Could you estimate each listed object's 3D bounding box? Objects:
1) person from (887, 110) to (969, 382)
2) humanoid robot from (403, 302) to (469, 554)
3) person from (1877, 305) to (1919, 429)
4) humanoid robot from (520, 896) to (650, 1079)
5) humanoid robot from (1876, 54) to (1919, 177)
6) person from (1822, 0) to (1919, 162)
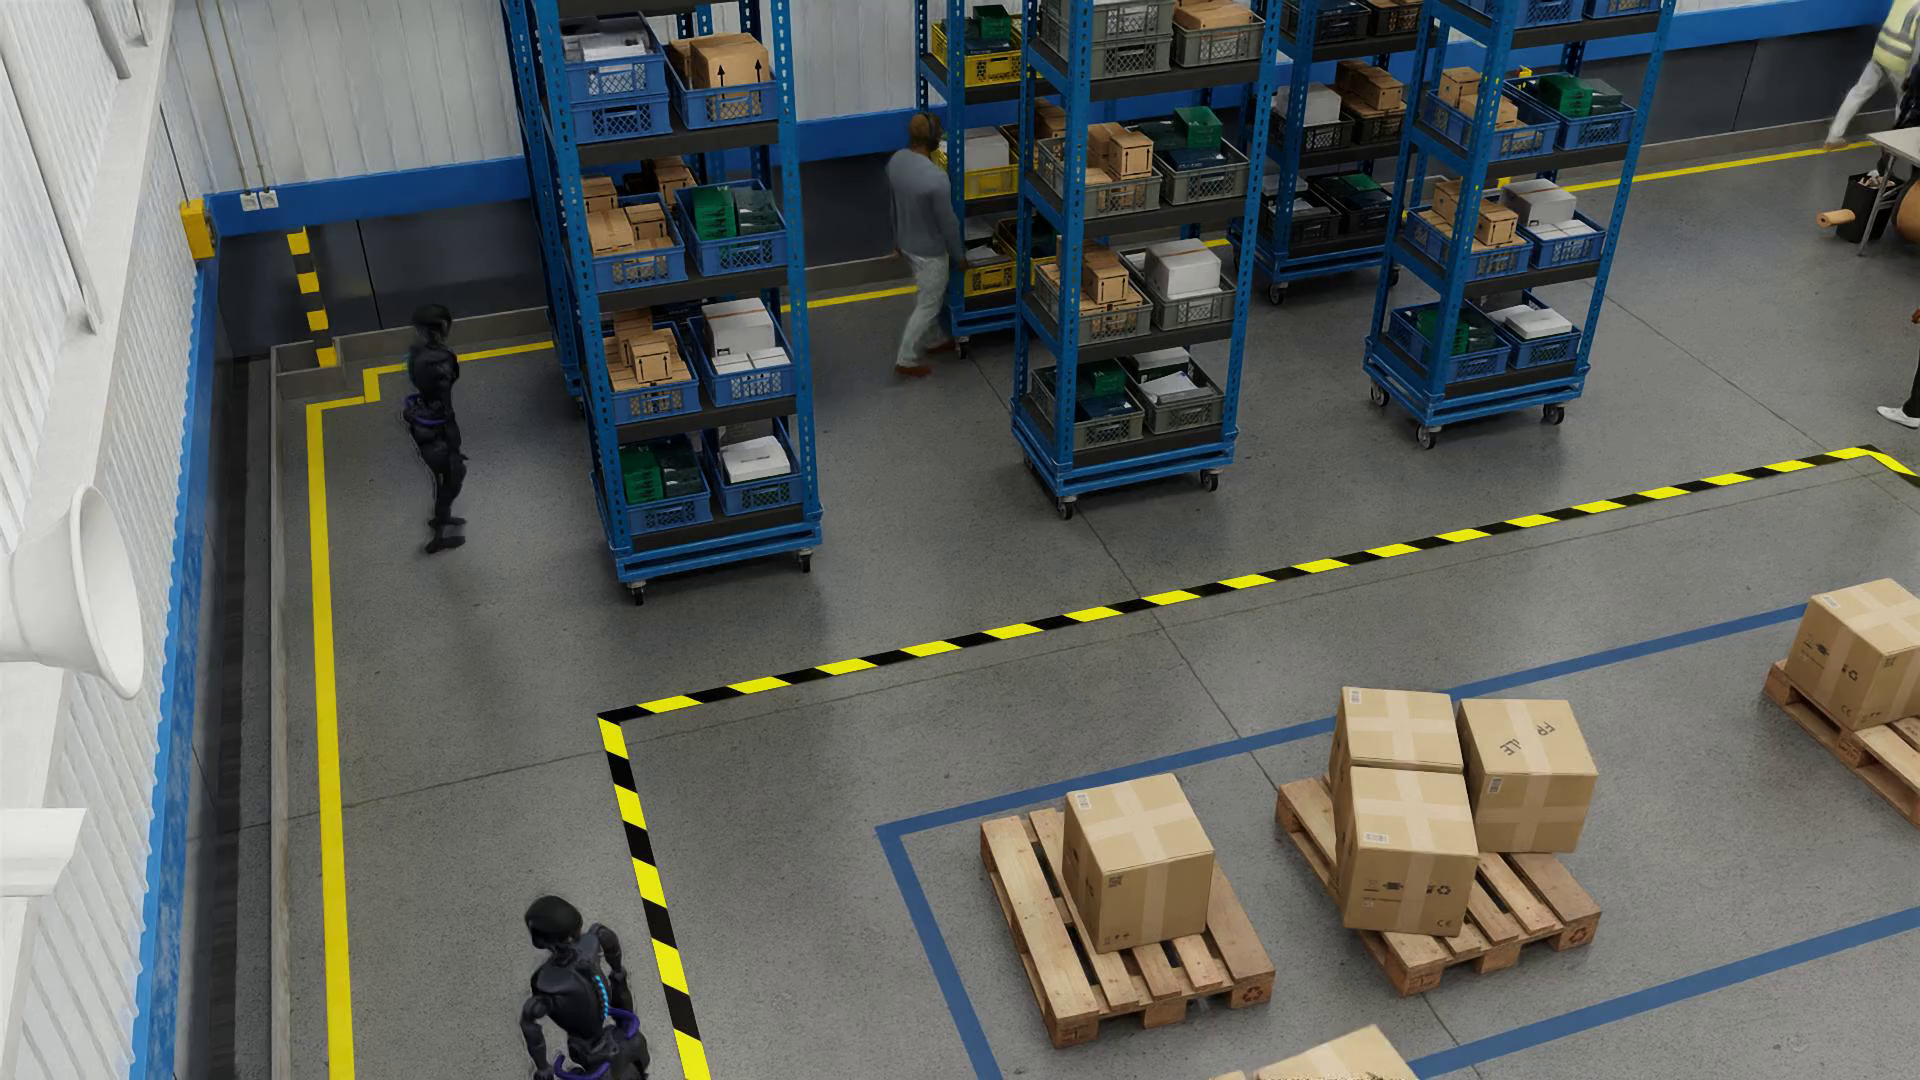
[{"bbox_3d":[-0.243,-2.029,11.504,0.622,1.929,0.638,-19,40,-25],"label":"person"},{"bbox_3d":[-3.086,-0.648,9.757,0.404,1.635,0.596,-20,40,-26],"label":"humanoid robot"},{"bbox_3d":[6.547,-1.600,10.955,0.587,1.848,0.396,-13,37,-17],"label":"person"},{"bbox_3d":[-1.287,1.963,6.049,0.477,1.639,0.594,14,38,19],"label":"humanoid robot"},{"bbox_3d":[7.914,-3.414,13.690,0.541,1.634,0.602,2,35,3],"label":"humanoid robot"},{"bbox_3d":[8.382,-4.250,14.783,0.854,1.771,0.650,-3,35,-4],"label":"person"}]
